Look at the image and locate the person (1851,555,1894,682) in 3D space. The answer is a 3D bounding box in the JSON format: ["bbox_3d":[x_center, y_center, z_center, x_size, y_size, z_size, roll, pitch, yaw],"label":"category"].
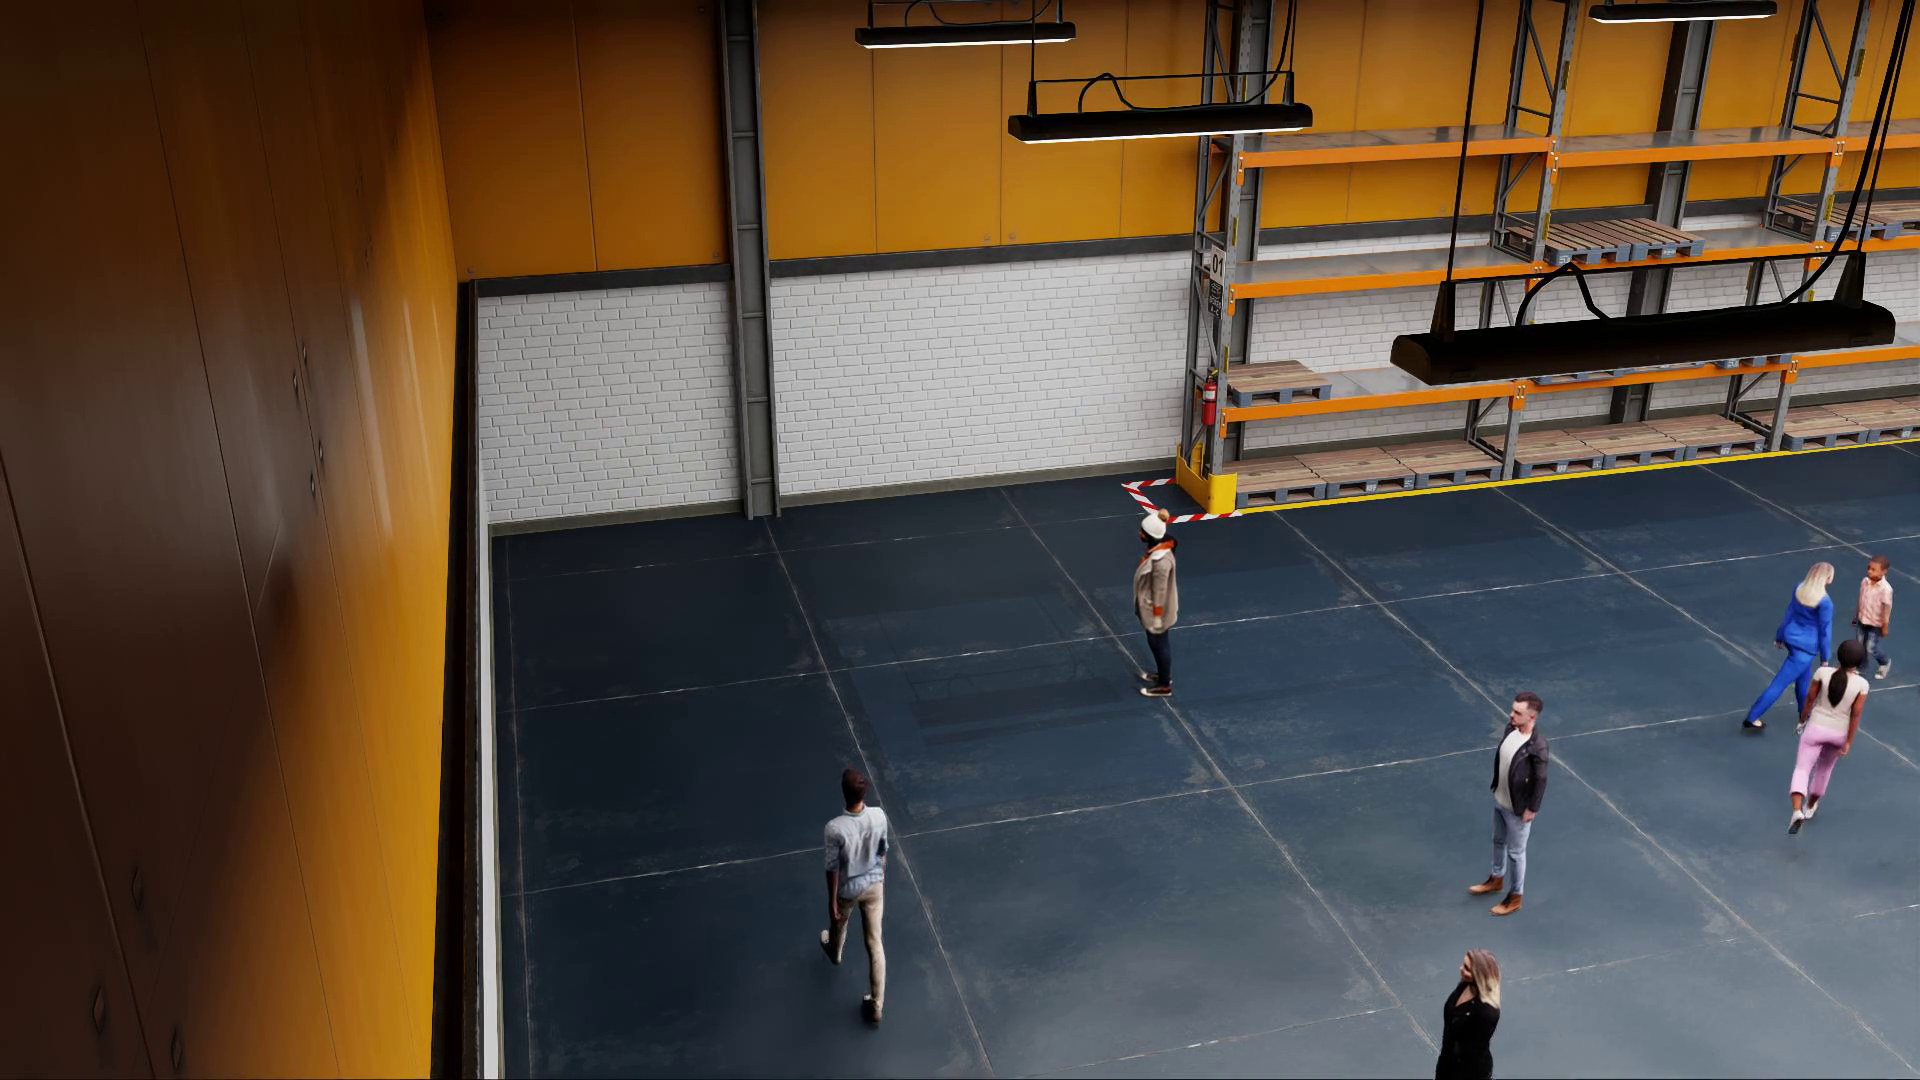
[{"bbox_3d":[8.837,0.757,16.006,0.637,1.297,0.524,-8,25,-18],"label":"person"}]

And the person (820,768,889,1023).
[{"bbox_3d":[-0.668,2.472,11.458,1.184,1.797,0.850,-10,26,-22],"label":"person"}]

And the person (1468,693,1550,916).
[{"bbox_3d":[4.199,1.967,12.565,0.511,1.836,0.647,-6,24,-14],"label":"person"}]

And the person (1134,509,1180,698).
[{"bbox_3d":[1.897,0.572,15.685,0.798,1.893,0.781,3,24,6],"label":"person"}]

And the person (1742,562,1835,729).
[{"bbox_3d":[7.500,1.002,15.005,1.149,1.650,0.718,-5,24,-10],"label":"person"}]

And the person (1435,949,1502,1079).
[{"bbox_3d":[3.096,3.172,9.999,0.604,1.684,0.668,-1,24,-3],"label":"person"}]

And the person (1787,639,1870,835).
[{"bbox_3d":[7.019,1.624,13.502,1.035,1.715,1.101,14,27,28],"label":"person"}]
